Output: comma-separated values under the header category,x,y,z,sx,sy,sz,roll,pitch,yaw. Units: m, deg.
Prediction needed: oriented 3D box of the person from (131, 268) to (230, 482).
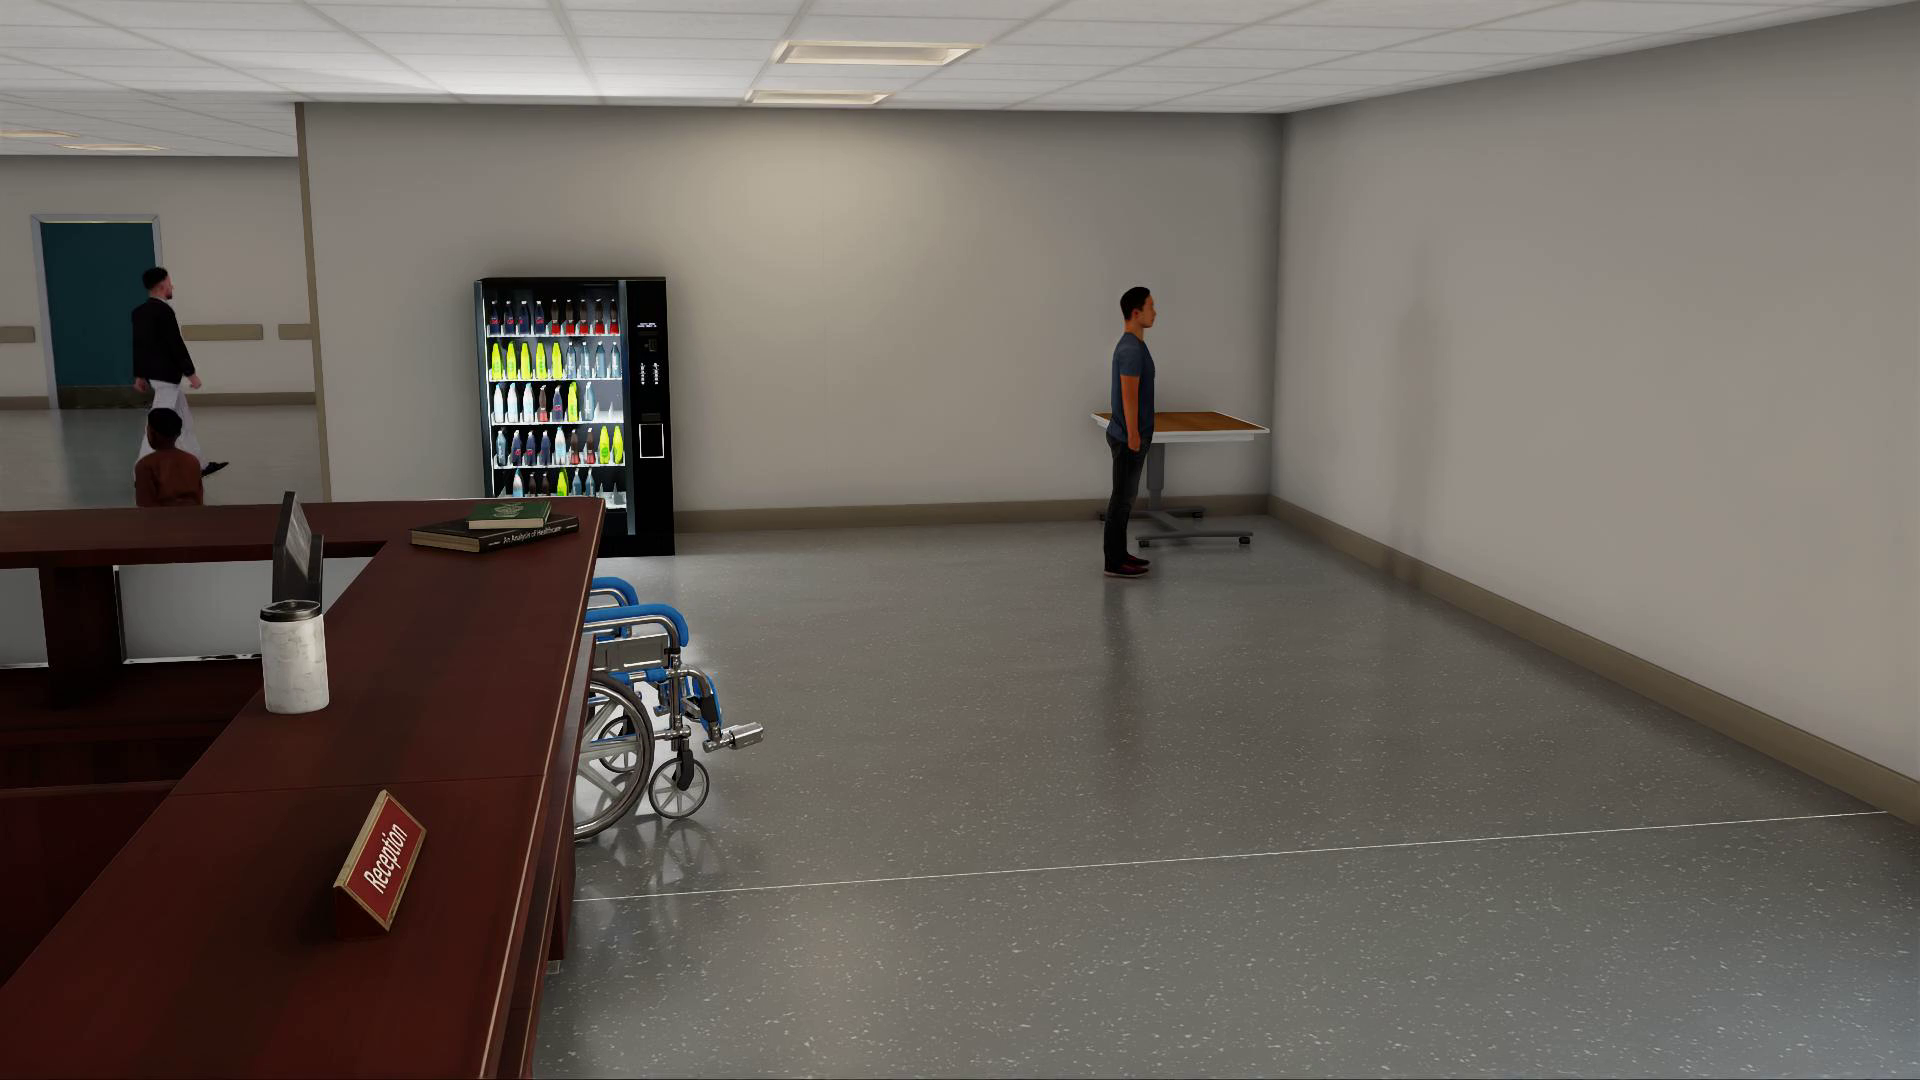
category,x,y,z,sx,sy,sz,roll,pitch,yaw
person,-6.669,-1.296,13.718,1.069,1.804,1.180,10,14,41

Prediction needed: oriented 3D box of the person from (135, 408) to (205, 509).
category,x,y,z,sx,sy,sz,roll,pitch,yaw
person,-4.095,-0.062,8.715,0.711,1.245,0.650,8,13,35

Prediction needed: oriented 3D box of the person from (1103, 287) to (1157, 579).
category,x,y,z,sx,sy,sz,roll,pitch,yaw
person,1.056,-0.680,10.468,0.648,1.806,0.702,2,11,9
